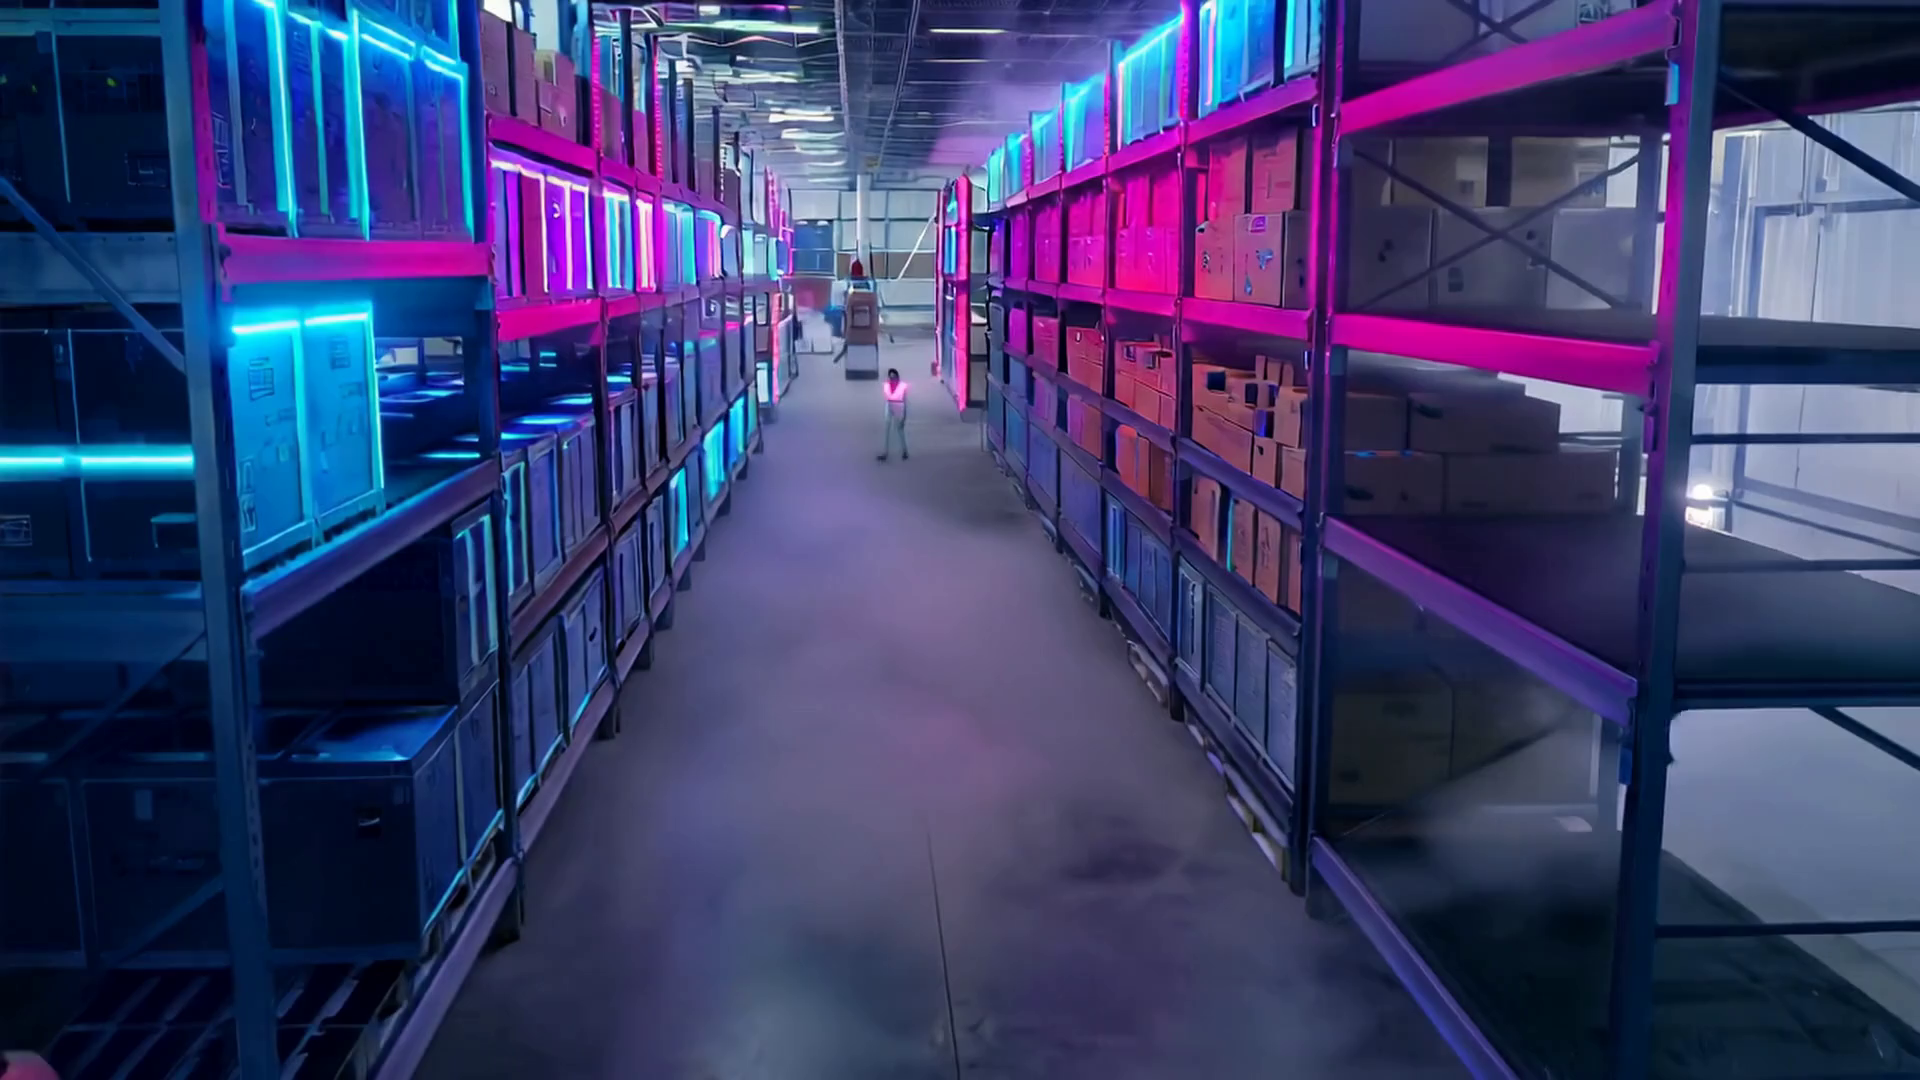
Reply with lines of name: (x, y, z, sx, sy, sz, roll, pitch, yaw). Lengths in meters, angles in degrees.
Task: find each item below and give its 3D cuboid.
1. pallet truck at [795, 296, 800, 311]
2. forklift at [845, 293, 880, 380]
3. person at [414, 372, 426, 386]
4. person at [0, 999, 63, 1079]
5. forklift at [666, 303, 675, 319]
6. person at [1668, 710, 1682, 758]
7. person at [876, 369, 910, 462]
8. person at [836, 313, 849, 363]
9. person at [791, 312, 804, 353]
pallet truck: (-8.622, -12.439, 91.403, 1.885, 1.965, 0.823, 2, 10, 13)
forklift: (-3.186, -6.662, 54.264, 1.129, 2.768, 1.873, -1, 10, -4)
person: (-11.072, -2.720, 33.992, 0.984, 1.789, 0.642, -1, 10, -5)
person: (-2.591, 2.132, 4.653, 0.894, 1.916, 0.627, -1, 10, -3)
forklift: (-8.619, -5.973, 50.149, 1.873, 2.768, 1.129, -1, 10, -3)
person: (5.355, 0.786, 12.620, 0.564, 1.922, 0.423, 0, 10, -3)
person: (-1.255, -2.397, 32.053, 0.572, 1.786, 0.991, 5, 11, 26)
person: (-4.305, -7.575, 62.599, 0.826, 1.907, 0.548, 3, 10, 18)
person: (-6.143, -7.586, 62.470, 0.652, 1.972, 0.742, 3, 10, 18)
